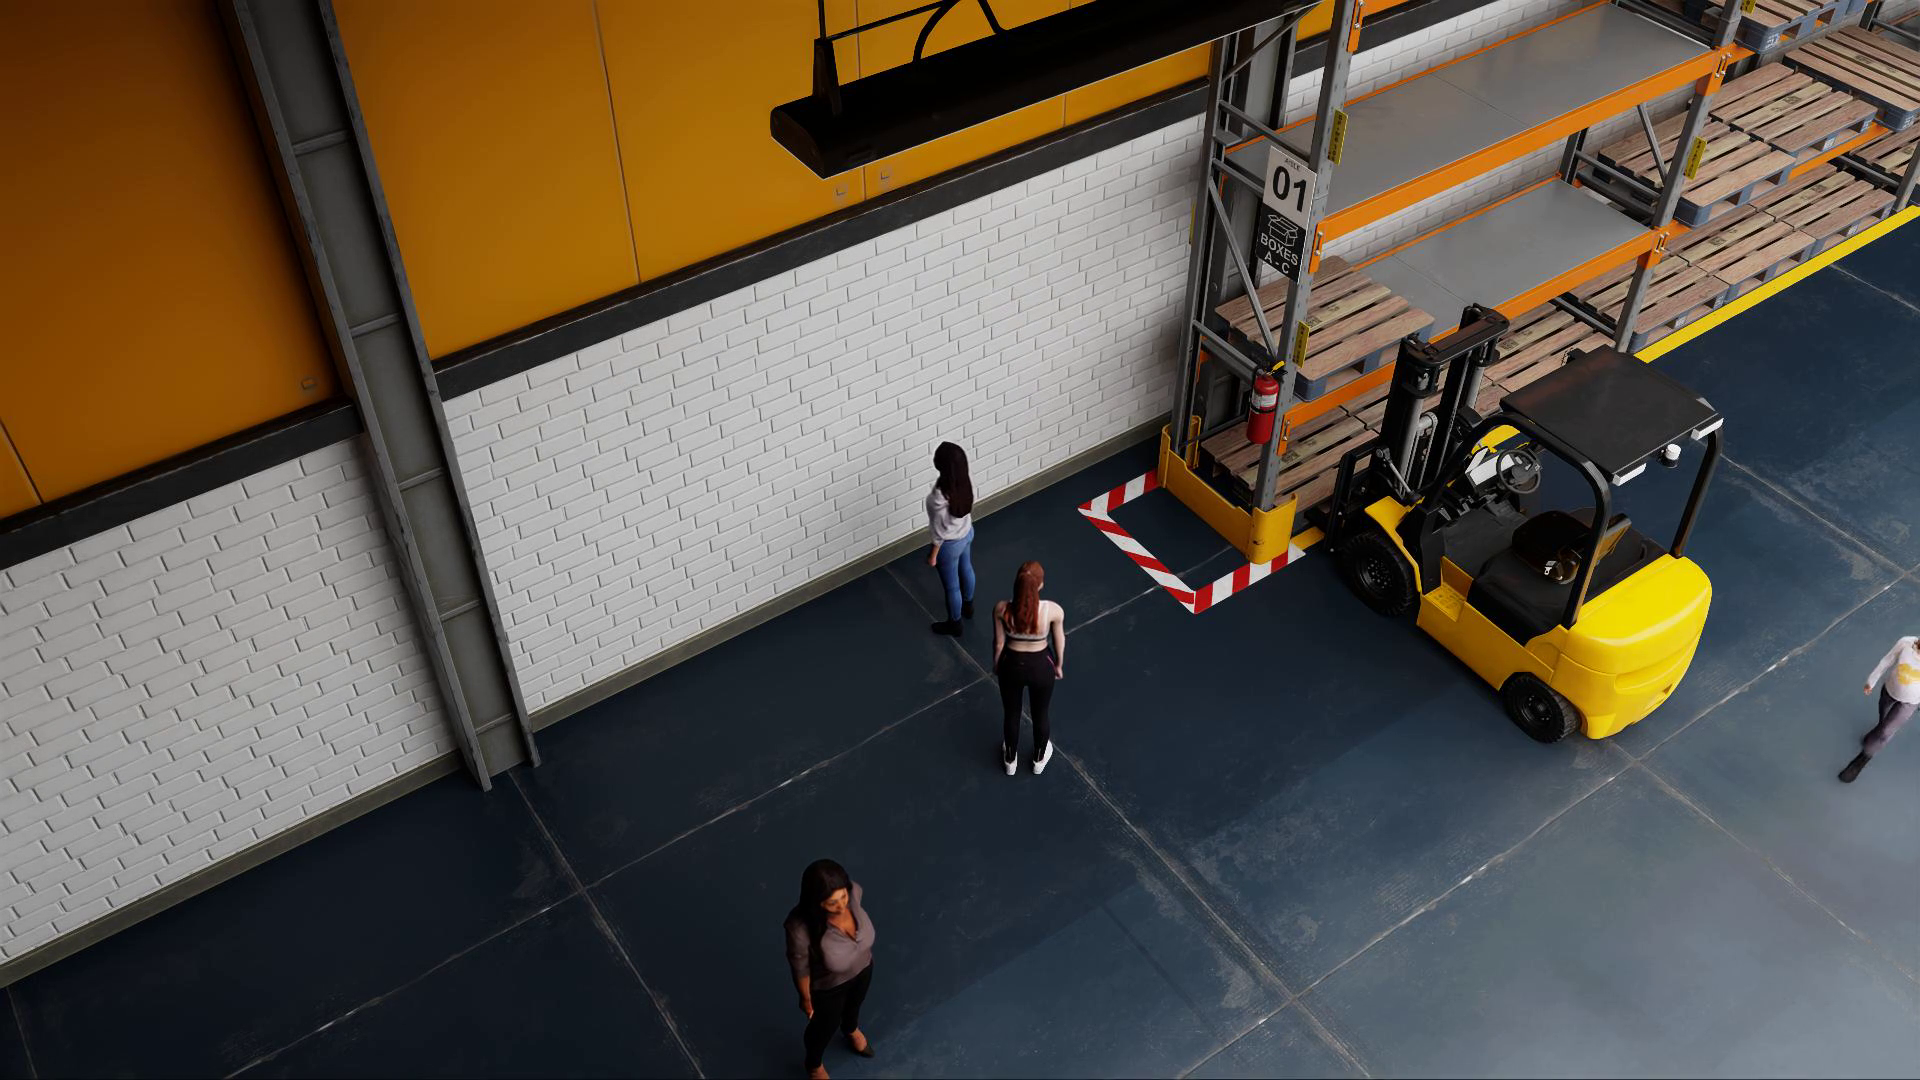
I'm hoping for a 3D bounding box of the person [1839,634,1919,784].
[{"bbox_3d":[5.896,0.917,10.354,0.895,1.248,0.510,-27,50,-25],"label":"person"}]

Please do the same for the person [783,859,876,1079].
[{"bbox_3d":[-0.656,2.225,8.550,0.771,1.841,0.621,30,51,28],"label":"person"}]

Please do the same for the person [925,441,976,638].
[{"bbox_3d":[-0.039,-0.011,11.048,0.736,1.633,0.605,20,47,20],"label":"person"}]

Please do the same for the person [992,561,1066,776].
[{"bbox_3d":[0.402,0.791,10.128,0.638,1.742,0.718,3,44,3],"label":"person"}]
